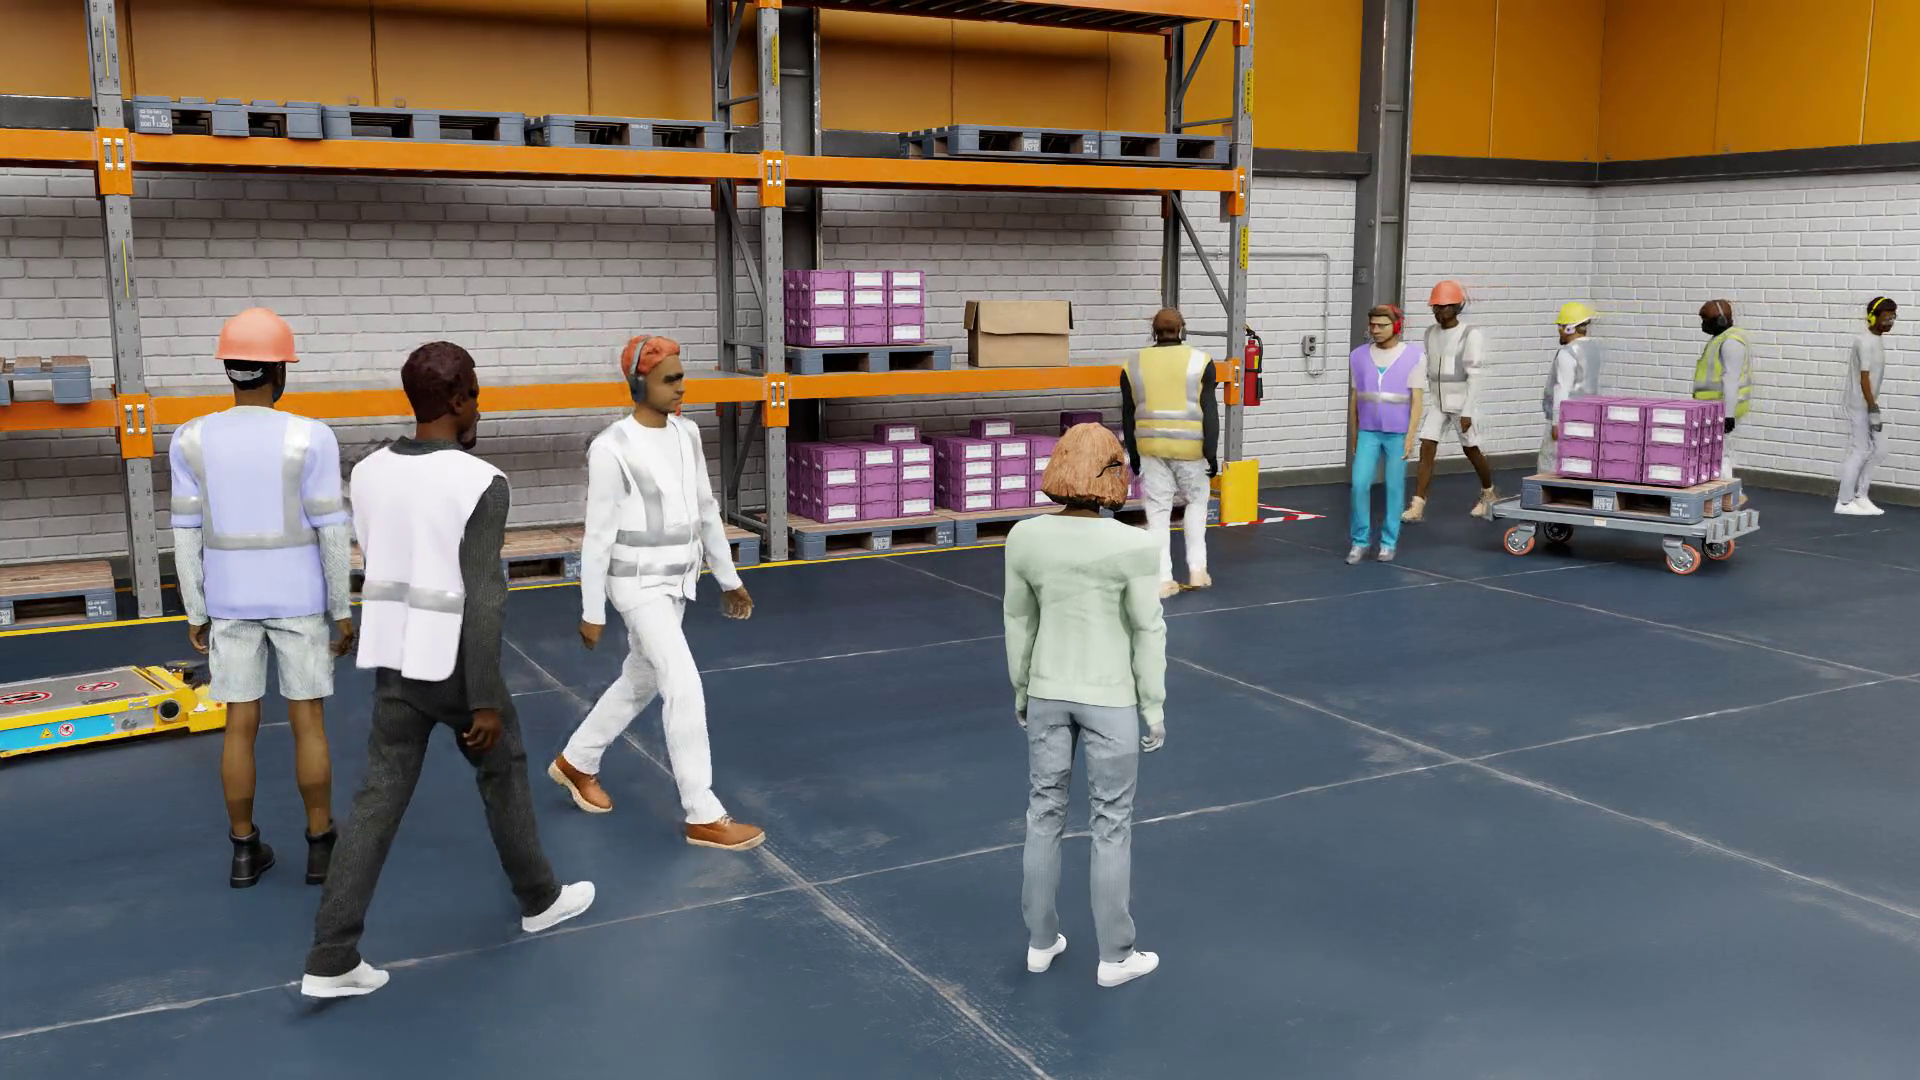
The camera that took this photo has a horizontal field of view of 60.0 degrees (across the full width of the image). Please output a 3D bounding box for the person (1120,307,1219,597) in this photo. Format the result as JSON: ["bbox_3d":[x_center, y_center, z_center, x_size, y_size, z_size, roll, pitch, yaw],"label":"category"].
[{"bbox_3d":[1.353,-0.563,10.598,0.639,1.812,0.696,3,10,18],"label":"person"}]

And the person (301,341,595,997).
[{"bbox_3d":[-1.536,0.358,4.859,0.606,1.864,1.042,5,10,27],"label":"person"}]

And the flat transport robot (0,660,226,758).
[{"bbox_3d":[-3.974,0.762,7.215,1.431,0.197,0.652,-8,12,-40],"label":"flat transport robot"}]

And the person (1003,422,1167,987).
[{"bbox_3d":[0.363,0.475,4.820,0.500,1.633,0.284,5,11,29],"label":"person"}]

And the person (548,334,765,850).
[{"bbox_3d":[-1.170,0.175,6.042,0.966,1.848,0.574,4,10,21],"label":"person"}]

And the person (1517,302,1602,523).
[{"bbox_3d":[4.952,-1.005,13.329,0.797,1.800,0.599,9,13,43],"label":"person"}]

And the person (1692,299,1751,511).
[{"bbox_3d":[6.181,-1.048,13.553,0.442,1.812,0.728,2,10,13],"label":"person"}]

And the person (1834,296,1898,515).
[{"bbox_3d":[7.536,-1.092,13.757,0.498,1.829,0.602,7,12,37],"label":"person"}]

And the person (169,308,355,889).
[{"bbox_3d":[-2.308,0.200,5.570,0.553,1.935,0.361,-1,9,-5],"label":"person"}]

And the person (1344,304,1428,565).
[{"bbox_3d":[2.928,-0.719,11.558,0.559,1.817,0.659,5,11,30],"label":"person"}]

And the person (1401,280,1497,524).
[{"bbox_3d":[4.054,-1.125,13.572,1.128,1.977,0.619,-6,11,-34],"label":"person"}]
